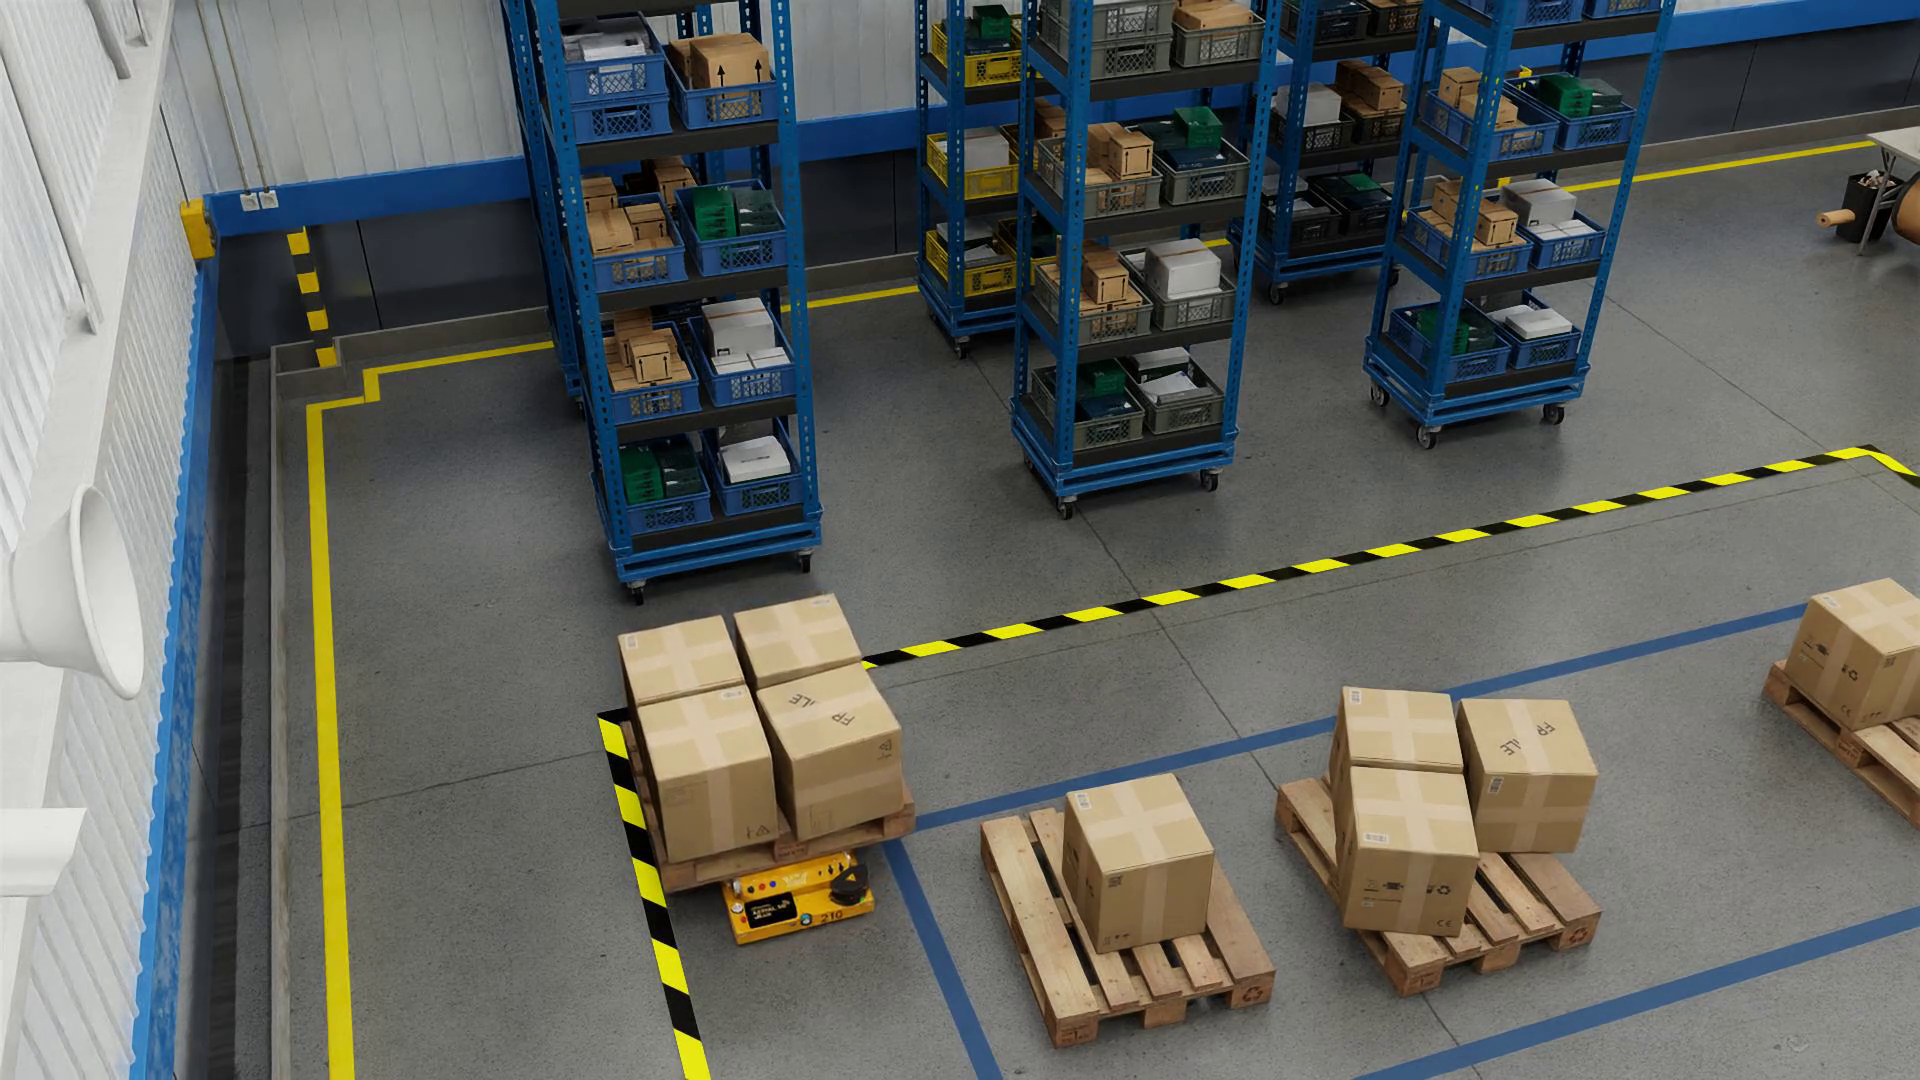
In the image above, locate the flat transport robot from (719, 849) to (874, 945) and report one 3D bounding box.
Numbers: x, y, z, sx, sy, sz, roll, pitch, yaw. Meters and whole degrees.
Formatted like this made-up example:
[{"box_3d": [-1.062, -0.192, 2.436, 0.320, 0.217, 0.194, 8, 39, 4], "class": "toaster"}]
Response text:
[{"box_3d": [-0.934, 1.324, 8.154, 0.652, 0.197, 1.431, -11, 37, -15], "class": "flat transport robot"}]
